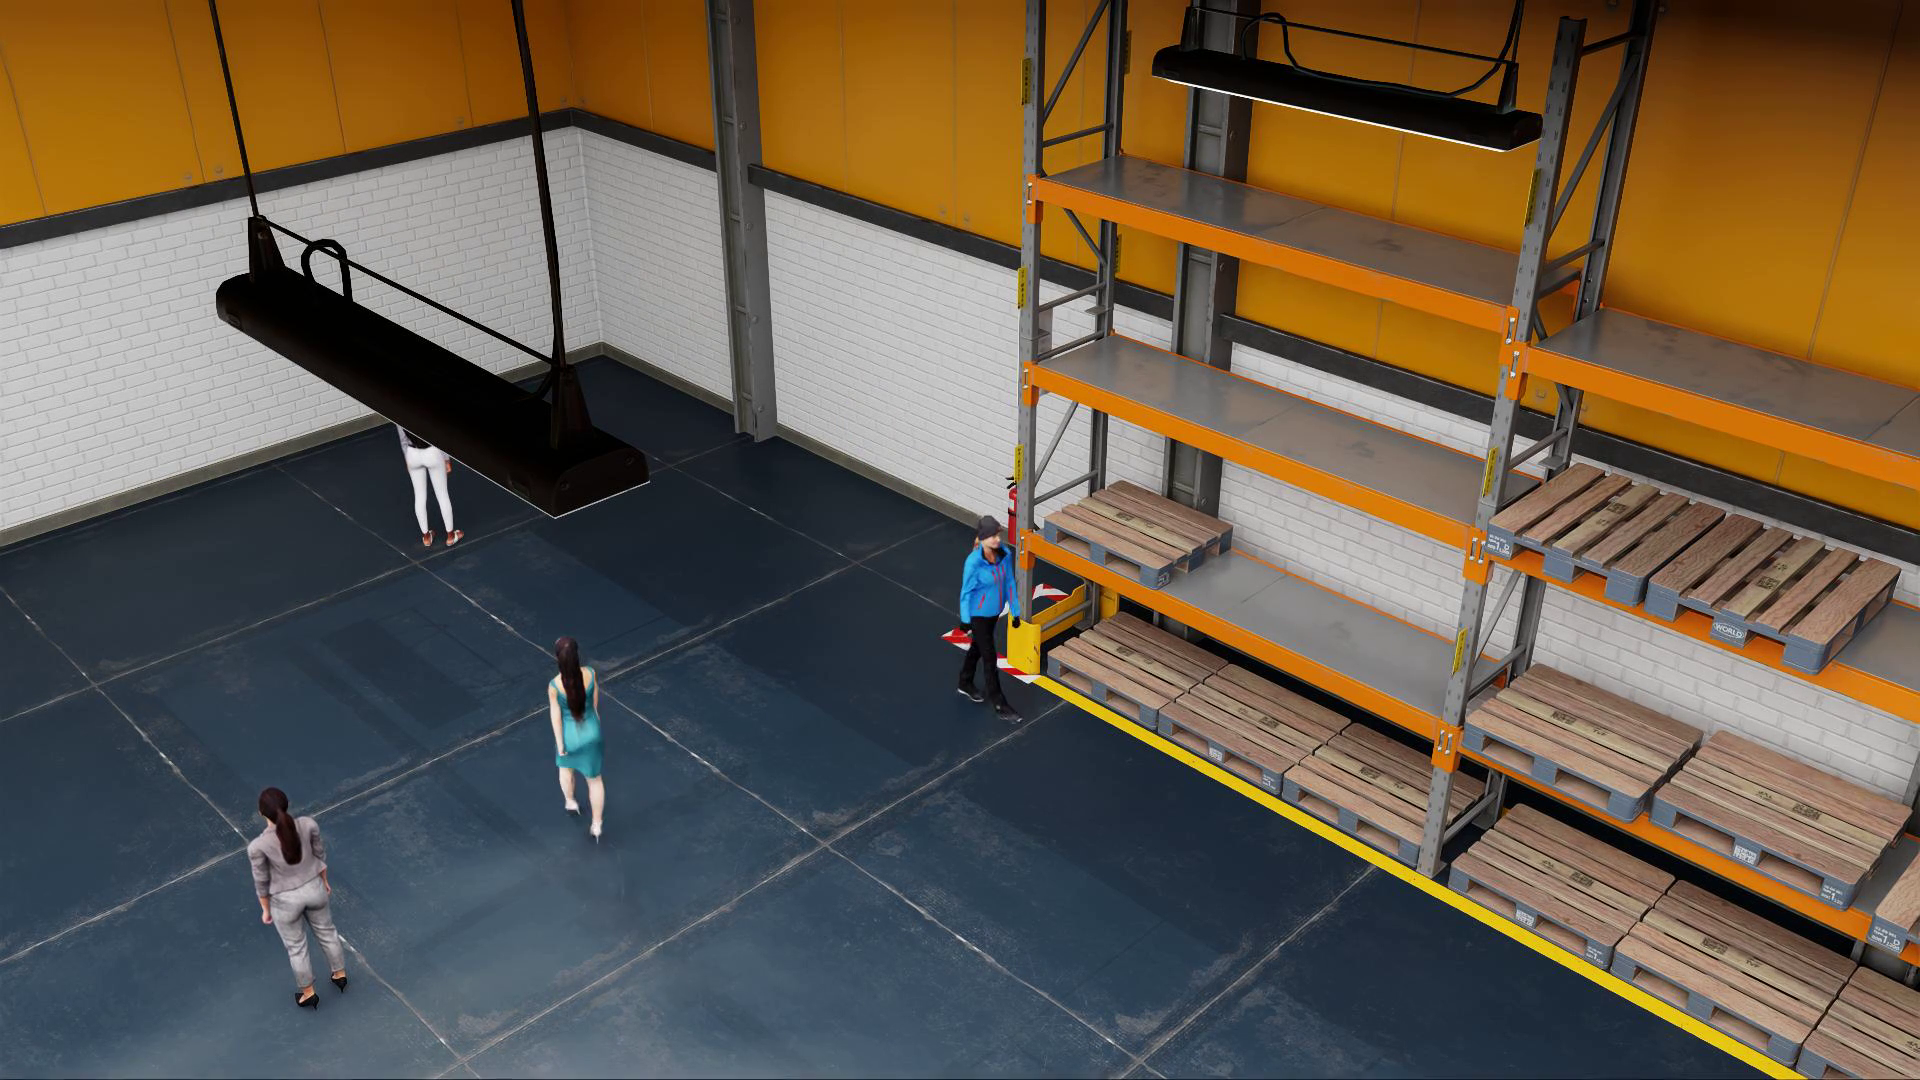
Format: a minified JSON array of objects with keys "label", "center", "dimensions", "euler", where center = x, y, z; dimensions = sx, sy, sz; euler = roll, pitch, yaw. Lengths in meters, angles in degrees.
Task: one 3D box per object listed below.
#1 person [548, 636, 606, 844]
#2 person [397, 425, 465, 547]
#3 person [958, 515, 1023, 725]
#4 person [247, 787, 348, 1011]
[{"label":"person","center":[-2.705,1.464,11.975],"dimensions":[0.675,1.663,0.860],"euler":[-15,32,-25]},{"label":"person","center":[-5.125,-0.750,15.968],"dimensions":[0.666,1.725,0.725],"euler":[0,29,0]},{"label":"person","center":[0.144,0.567,13.507],"dimensions":[0.641,1.770,1.029],"euler":[-24,37,-37]},{"label":"person","center":[-4.180,2.262,10.497],"dimensions":[0.607,1.678,0.568],"euler":[-24,37,-37]}]
